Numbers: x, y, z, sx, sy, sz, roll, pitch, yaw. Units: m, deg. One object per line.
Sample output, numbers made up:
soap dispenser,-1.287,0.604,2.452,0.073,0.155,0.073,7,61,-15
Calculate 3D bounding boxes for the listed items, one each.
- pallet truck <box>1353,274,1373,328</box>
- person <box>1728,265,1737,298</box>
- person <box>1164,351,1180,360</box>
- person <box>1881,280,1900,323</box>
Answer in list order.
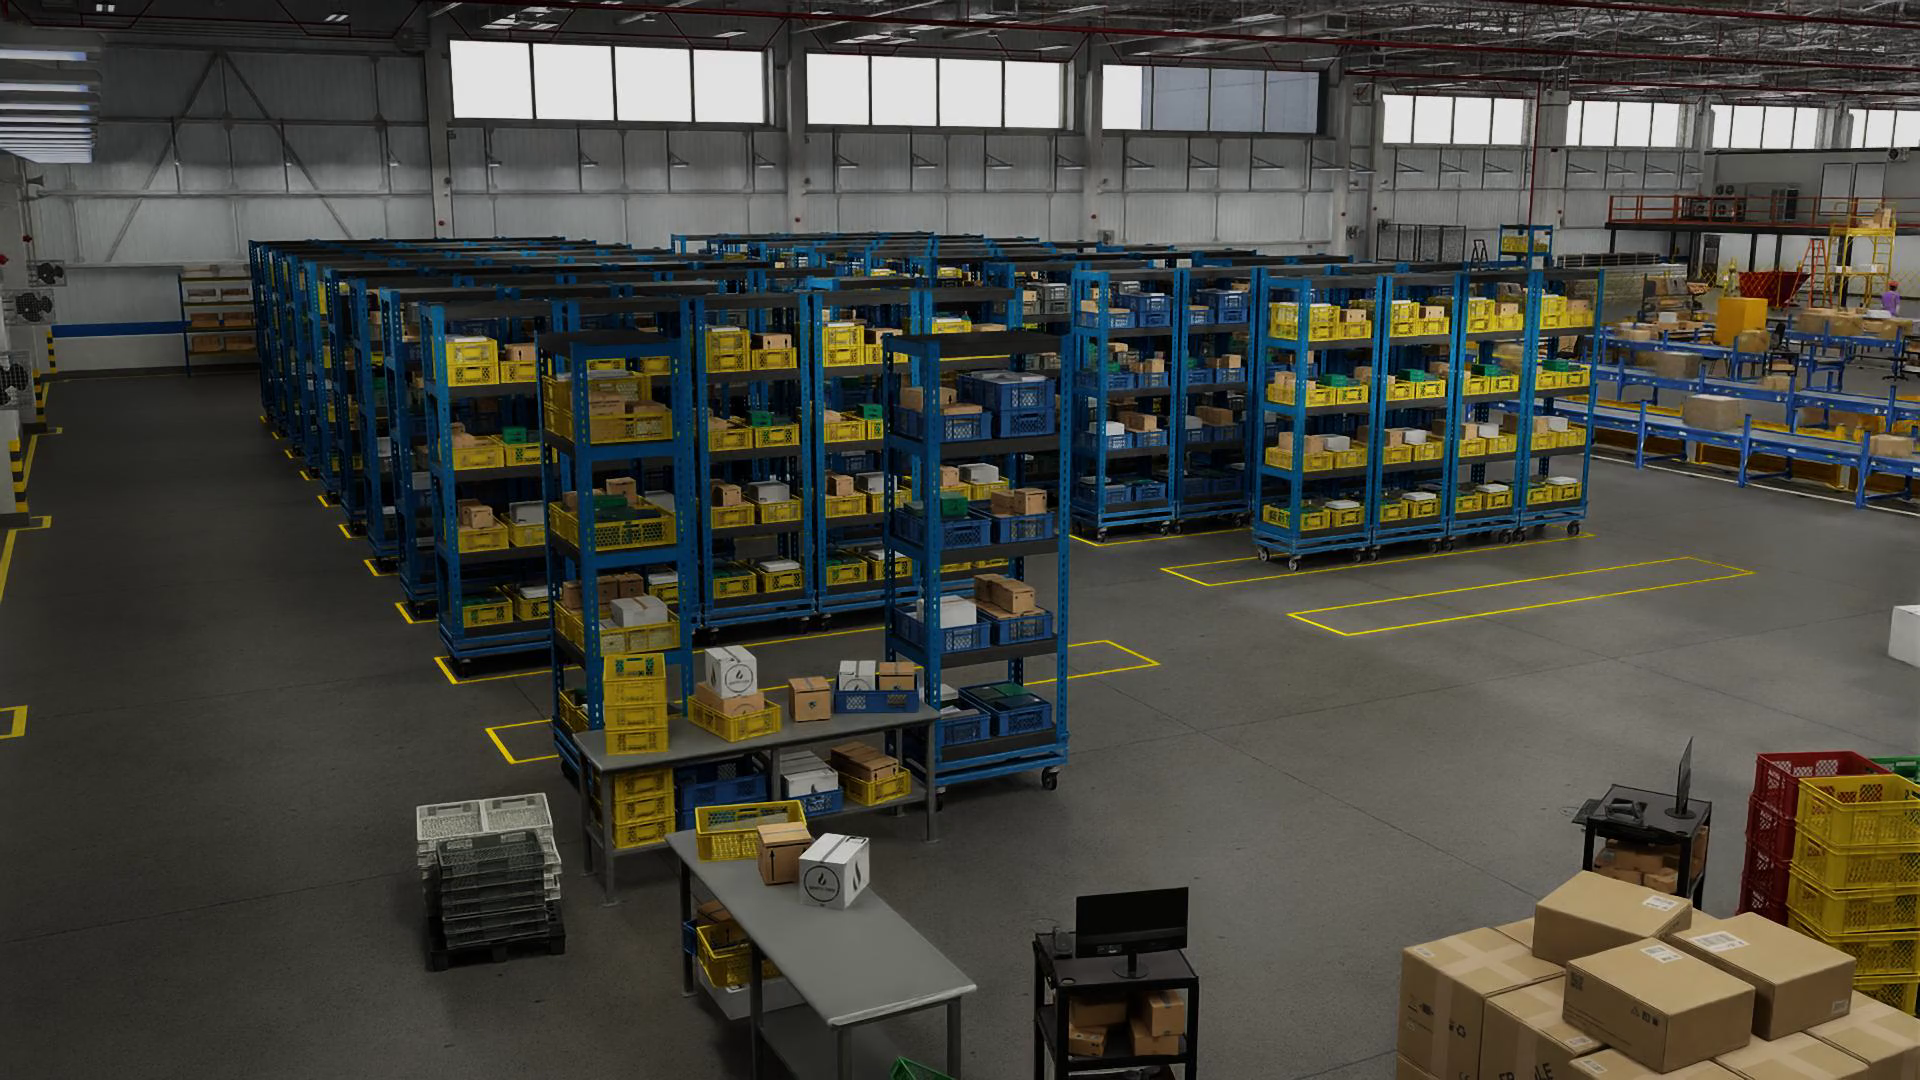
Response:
pallet truck,13.011,-8.050,55.243,0.823,1.965,1.885,-7,14,-28
person,28.886,-9.433,62.317,0.306,1.740,0.500,4,13,20
person,4.880,-4.262,38.188,0.526,1.721,0.862,-2,12,-11
person,27.388,-6.673,48.950,0.377,1.932,0.552,-6,13,-25
